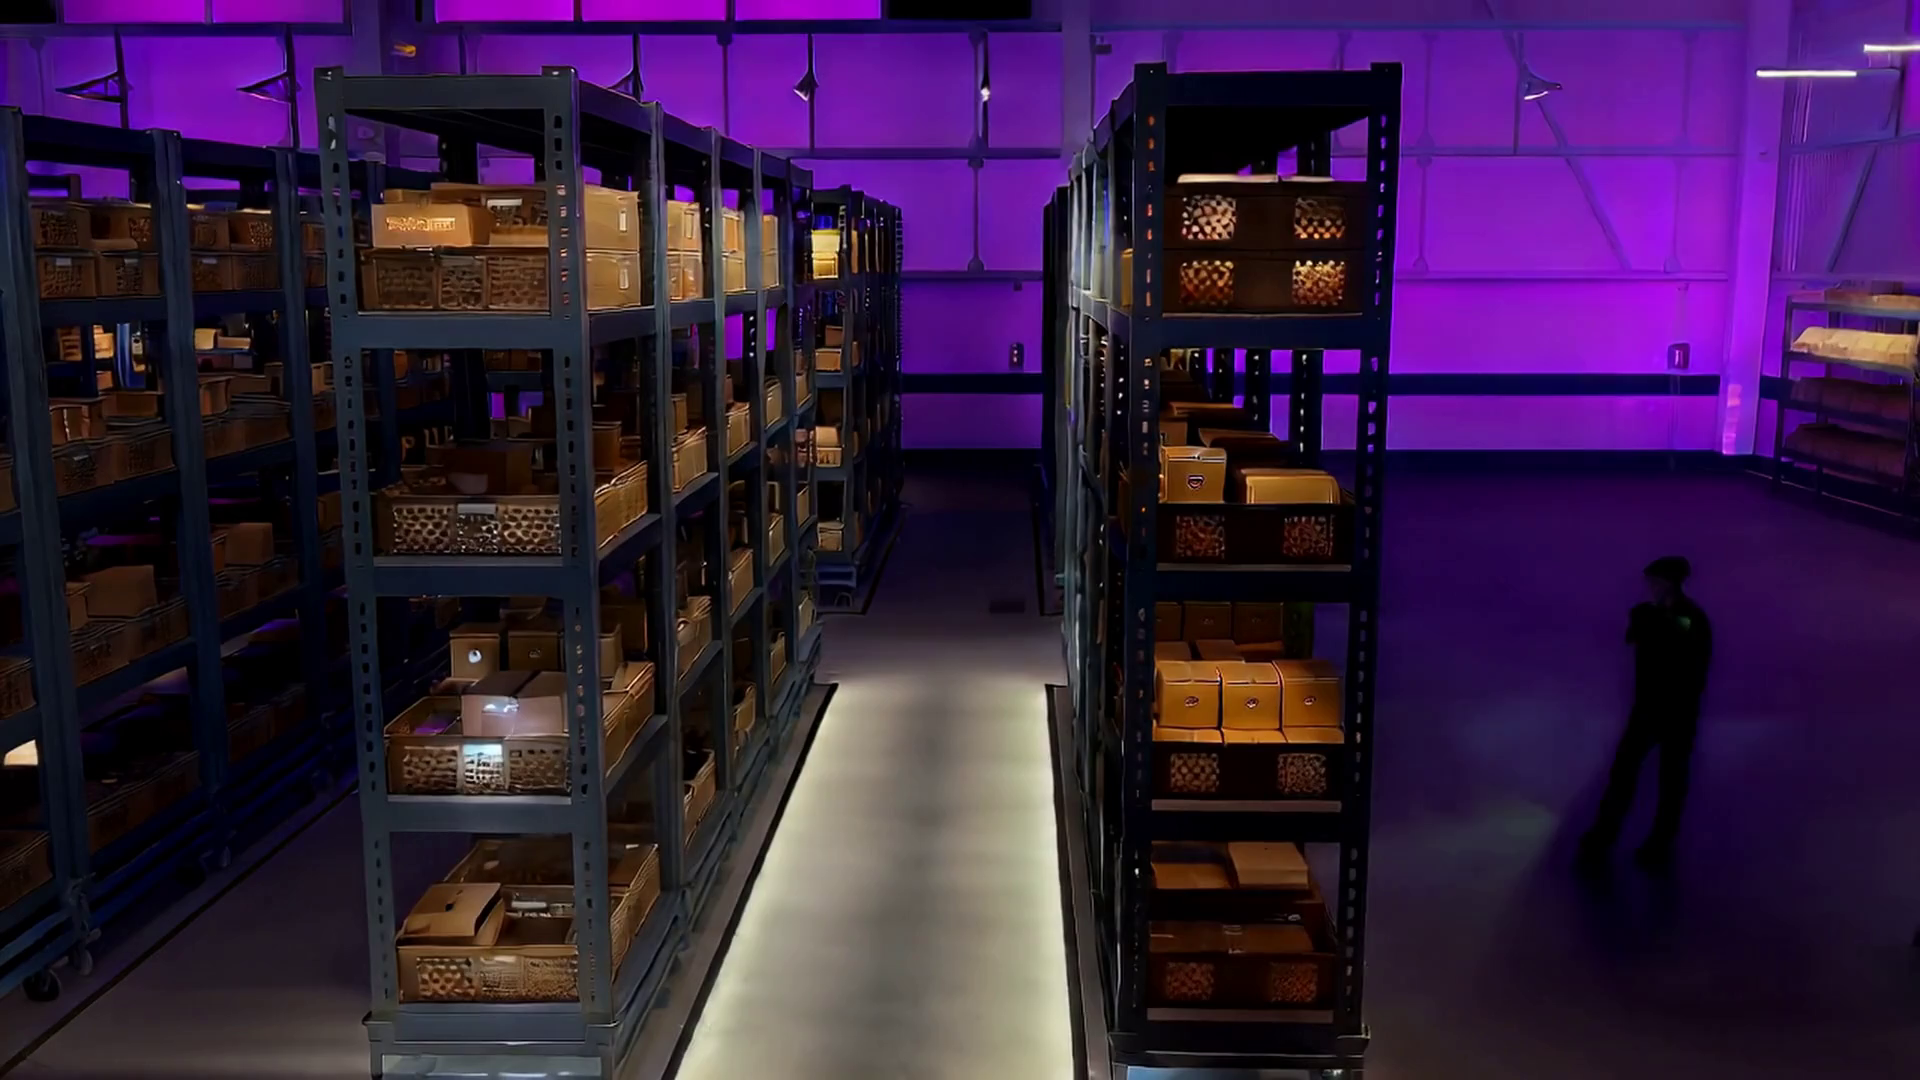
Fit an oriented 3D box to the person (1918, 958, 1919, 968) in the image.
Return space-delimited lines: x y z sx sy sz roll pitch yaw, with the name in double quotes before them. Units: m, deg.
"person" 4.456 0.947 7.044 0.807 1.794 0.577 -5 11 -28
